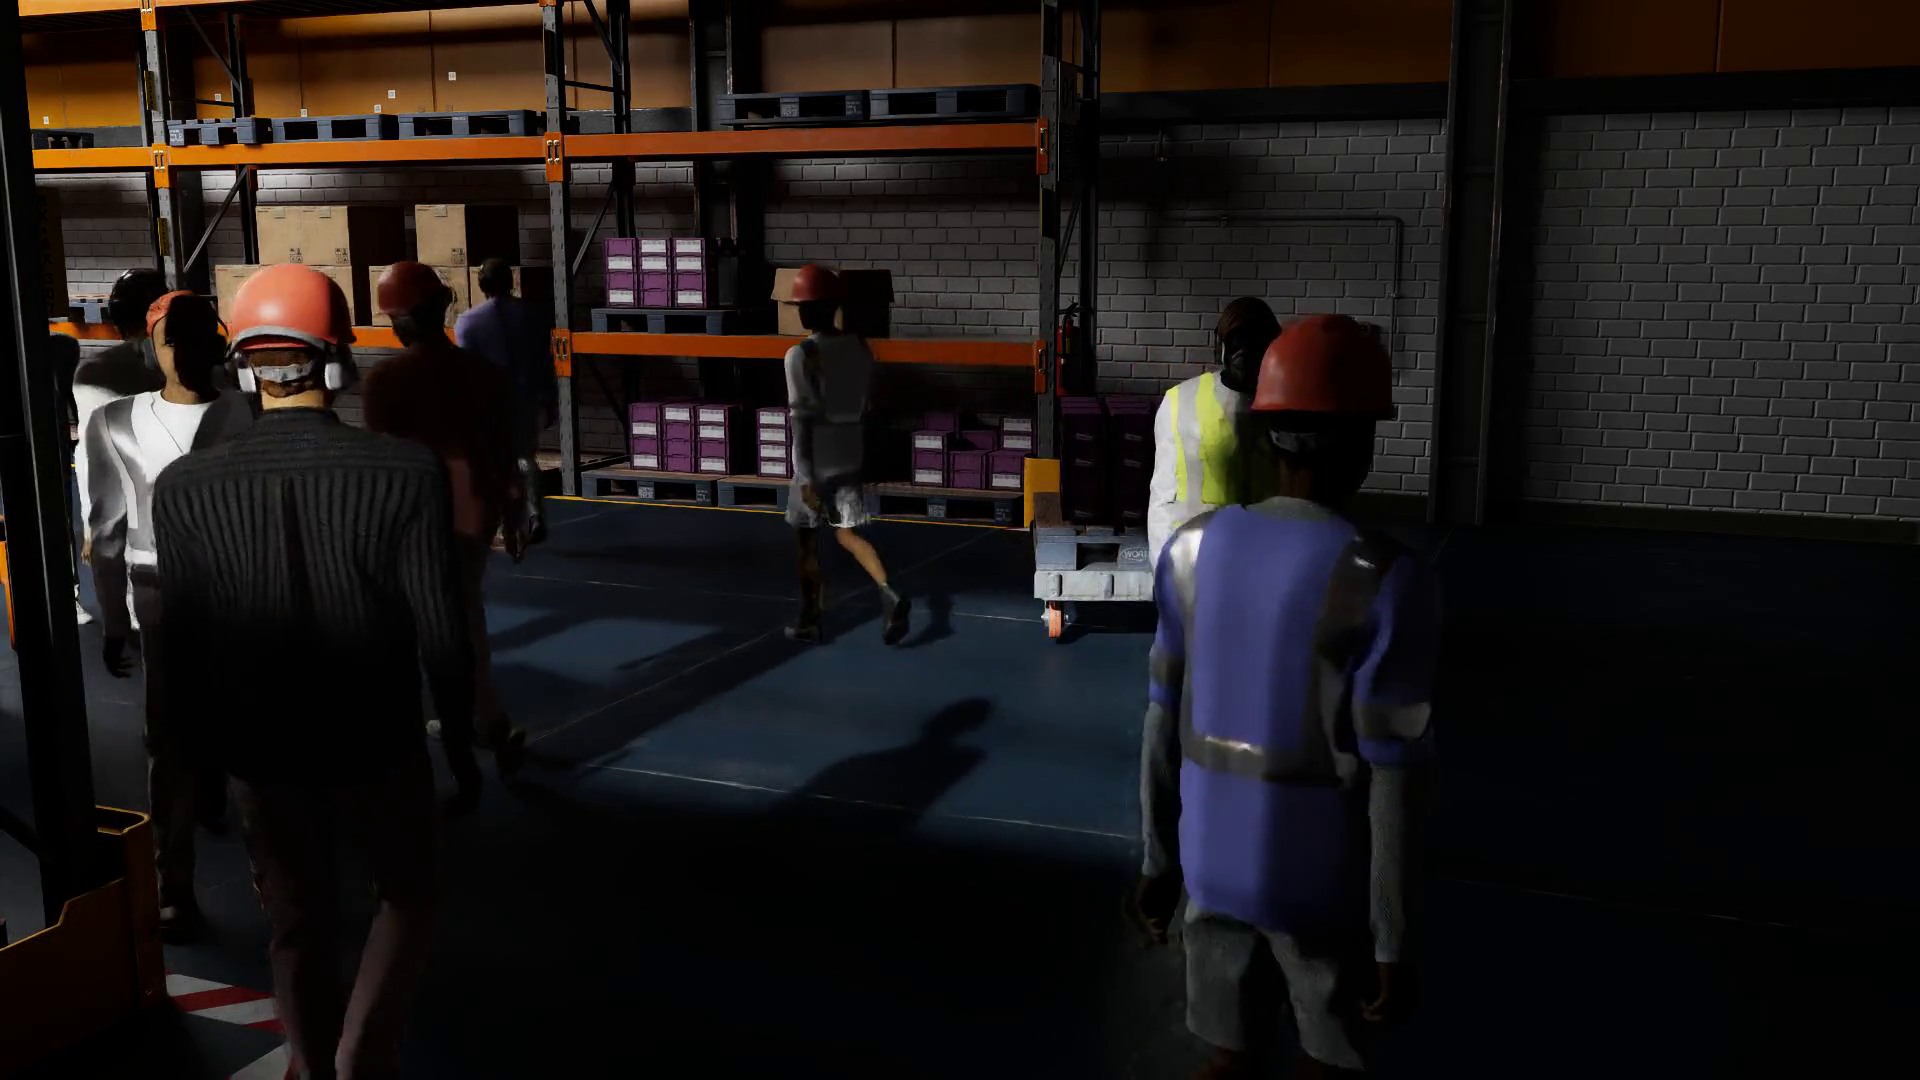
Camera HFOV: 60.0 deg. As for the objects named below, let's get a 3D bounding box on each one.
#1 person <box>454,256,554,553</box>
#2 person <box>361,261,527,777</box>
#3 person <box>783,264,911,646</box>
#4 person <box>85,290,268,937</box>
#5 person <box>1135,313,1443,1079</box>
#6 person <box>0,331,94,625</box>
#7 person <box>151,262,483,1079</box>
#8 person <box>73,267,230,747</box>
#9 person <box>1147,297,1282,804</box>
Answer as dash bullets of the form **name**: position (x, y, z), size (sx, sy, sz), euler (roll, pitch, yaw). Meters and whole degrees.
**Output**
- **person**: position (-2.954, -0.864, 10.775), size (0.657, 1.929, 0.414), euler (-8, 13, -36)
- **person**: position (-1.894, -0.073, 6.317), size (0.823, 1.956, 0.622), euler (7, 12, 34)
- **person**: position (-0.596, -0.386, 8.161), size (0.543, 1.919, 0.744), euler (-9, 14, -42)
- **person**: position (-2.225, 0.214, 4.906), size (0.582, 1.882, 0.351), euler (-6, 12, -29)
- **person**: position (0.497, 0.575, 2.831), size (0.562, 1.913, 0.688), euler (10, 14, 44)
- **person**: position (-4.815, -0.456, 8.691), size (0.535, 1.864, 0.309), euler (-9, 14, -41)
- **person**: position (-1.334, 0.422, 3.472), size (0.634, 1.982, 0.567), euler (-1, 10, -5)
- **person**: position (-3.033, -0.076, 6.406), size (0.601, 1.925, 0.639), euler (5, 11, 26)
- **person**: position (0.933, 0.122, 5.537), size (0.623, 1.844, 0.429), euler (1, 10, 6)
